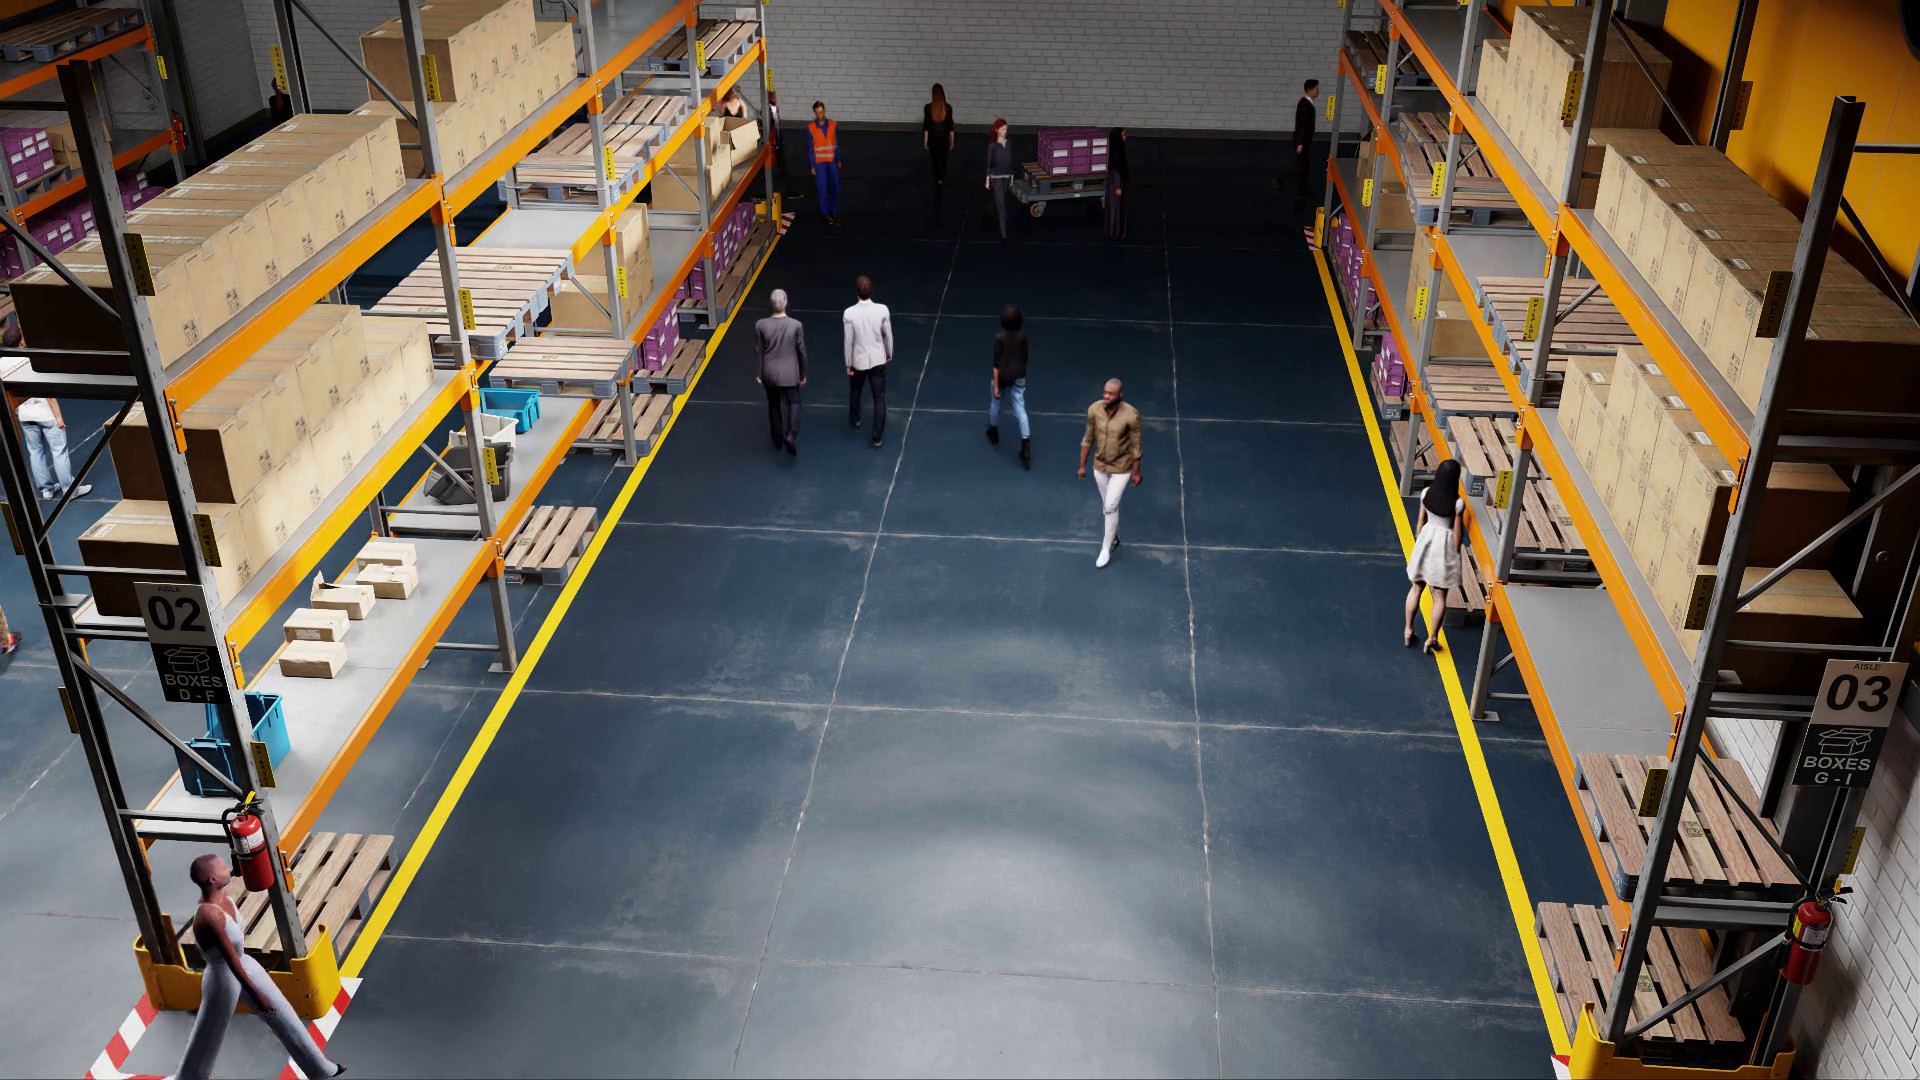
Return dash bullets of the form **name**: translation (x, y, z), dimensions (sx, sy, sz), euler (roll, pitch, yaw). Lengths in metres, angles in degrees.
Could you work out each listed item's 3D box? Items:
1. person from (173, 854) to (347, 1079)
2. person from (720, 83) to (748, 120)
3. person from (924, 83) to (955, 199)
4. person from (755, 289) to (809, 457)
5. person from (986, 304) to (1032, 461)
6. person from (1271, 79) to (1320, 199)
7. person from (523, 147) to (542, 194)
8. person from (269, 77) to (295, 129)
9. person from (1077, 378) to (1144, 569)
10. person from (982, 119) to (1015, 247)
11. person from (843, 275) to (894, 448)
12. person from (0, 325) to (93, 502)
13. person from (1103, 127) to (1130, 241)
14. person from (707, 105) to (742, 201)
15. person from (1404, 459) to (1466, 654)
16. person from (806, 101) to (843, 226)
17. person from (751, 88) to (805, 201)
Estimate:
- **person**: translation (-4.310, 2.634, 9.611), dimensions (0.937, 1.713, 1.216), euler (-6, 29, -11)
- **person**: translation (-3.568, -6.364, 26.157), dimensions (0.772, 1.665, 1.134), euler (-6, 29, -11)
- **person**: translation (-0.336, -6.169, 25.776), dimensions (0.613, 1.688, 1.076), euler (2, 29, 4)
- **person**: translation (-1.882, -1.720, 17.485), dimensions (0.776, 1.817, 0.966), euler (-1, 29, -1)
- **person**: translation (0.562, -1.620, 17.463), dimensions (0.904, 1.663, 1.224), euler (-9, 30, -17)
- **person**: translation (5.186, -6.149, 25.570), dimensions (0.817, 1.849, 0.913), euler (6, 29, 10)
- **person**: translation (-5.629, -4.235, 22.107), dimensions (0.823, 1.806, 1.278), euler (9, 30, 15)
- **person**: translation (-10.917, -6.715, 26.919), dimensions (0.638, 1.552, 0.685), euler (-13, 31, -22)
- **person**: translation (1.472, -0.705, 15.636), dimensions (0.958, 1.805, 1.023), euler (18, 34, 30)
- **person**: translation (0.524, -5.161, 23.871), dimensions (1.042, 1.743, 1.184), euler (-18, 33, -29)
- **person**: translation (-0.962, -1.869, 17.760), dimensions (0.854, 1.816, 1.115), euler (-3, 29, -6)
- **person**: translation (-9.199, -1.262, 16.594), dimensions (0.682, 1.867, 0.579), euler (4, 29, 8)
- **person**: translation (2.262, -5.151, 23.986), dimensions (0.643, 1.615, 0.505), euler (2, 29, 4)
- **person**: translation (-3.899, -5.802, 25.081), dimensions (1.139, 1.708, 1.123), euler (-18, 33, -29)
- **person**: translation (4.049, 0.128, 14.147), dimensions (0.783, 1.769, 0.822), euler (23, 36, 36)
- **person**: translation (-2.035, -5.555, 24.495), dimensions (0.850, 1.837, 0.879), euler (-13, 31, -23)
- **person**: translation (-2.976, -6.004, 25.406), dimensions (0.928, 1.752, 1.084), euler (7, 29, 12)
